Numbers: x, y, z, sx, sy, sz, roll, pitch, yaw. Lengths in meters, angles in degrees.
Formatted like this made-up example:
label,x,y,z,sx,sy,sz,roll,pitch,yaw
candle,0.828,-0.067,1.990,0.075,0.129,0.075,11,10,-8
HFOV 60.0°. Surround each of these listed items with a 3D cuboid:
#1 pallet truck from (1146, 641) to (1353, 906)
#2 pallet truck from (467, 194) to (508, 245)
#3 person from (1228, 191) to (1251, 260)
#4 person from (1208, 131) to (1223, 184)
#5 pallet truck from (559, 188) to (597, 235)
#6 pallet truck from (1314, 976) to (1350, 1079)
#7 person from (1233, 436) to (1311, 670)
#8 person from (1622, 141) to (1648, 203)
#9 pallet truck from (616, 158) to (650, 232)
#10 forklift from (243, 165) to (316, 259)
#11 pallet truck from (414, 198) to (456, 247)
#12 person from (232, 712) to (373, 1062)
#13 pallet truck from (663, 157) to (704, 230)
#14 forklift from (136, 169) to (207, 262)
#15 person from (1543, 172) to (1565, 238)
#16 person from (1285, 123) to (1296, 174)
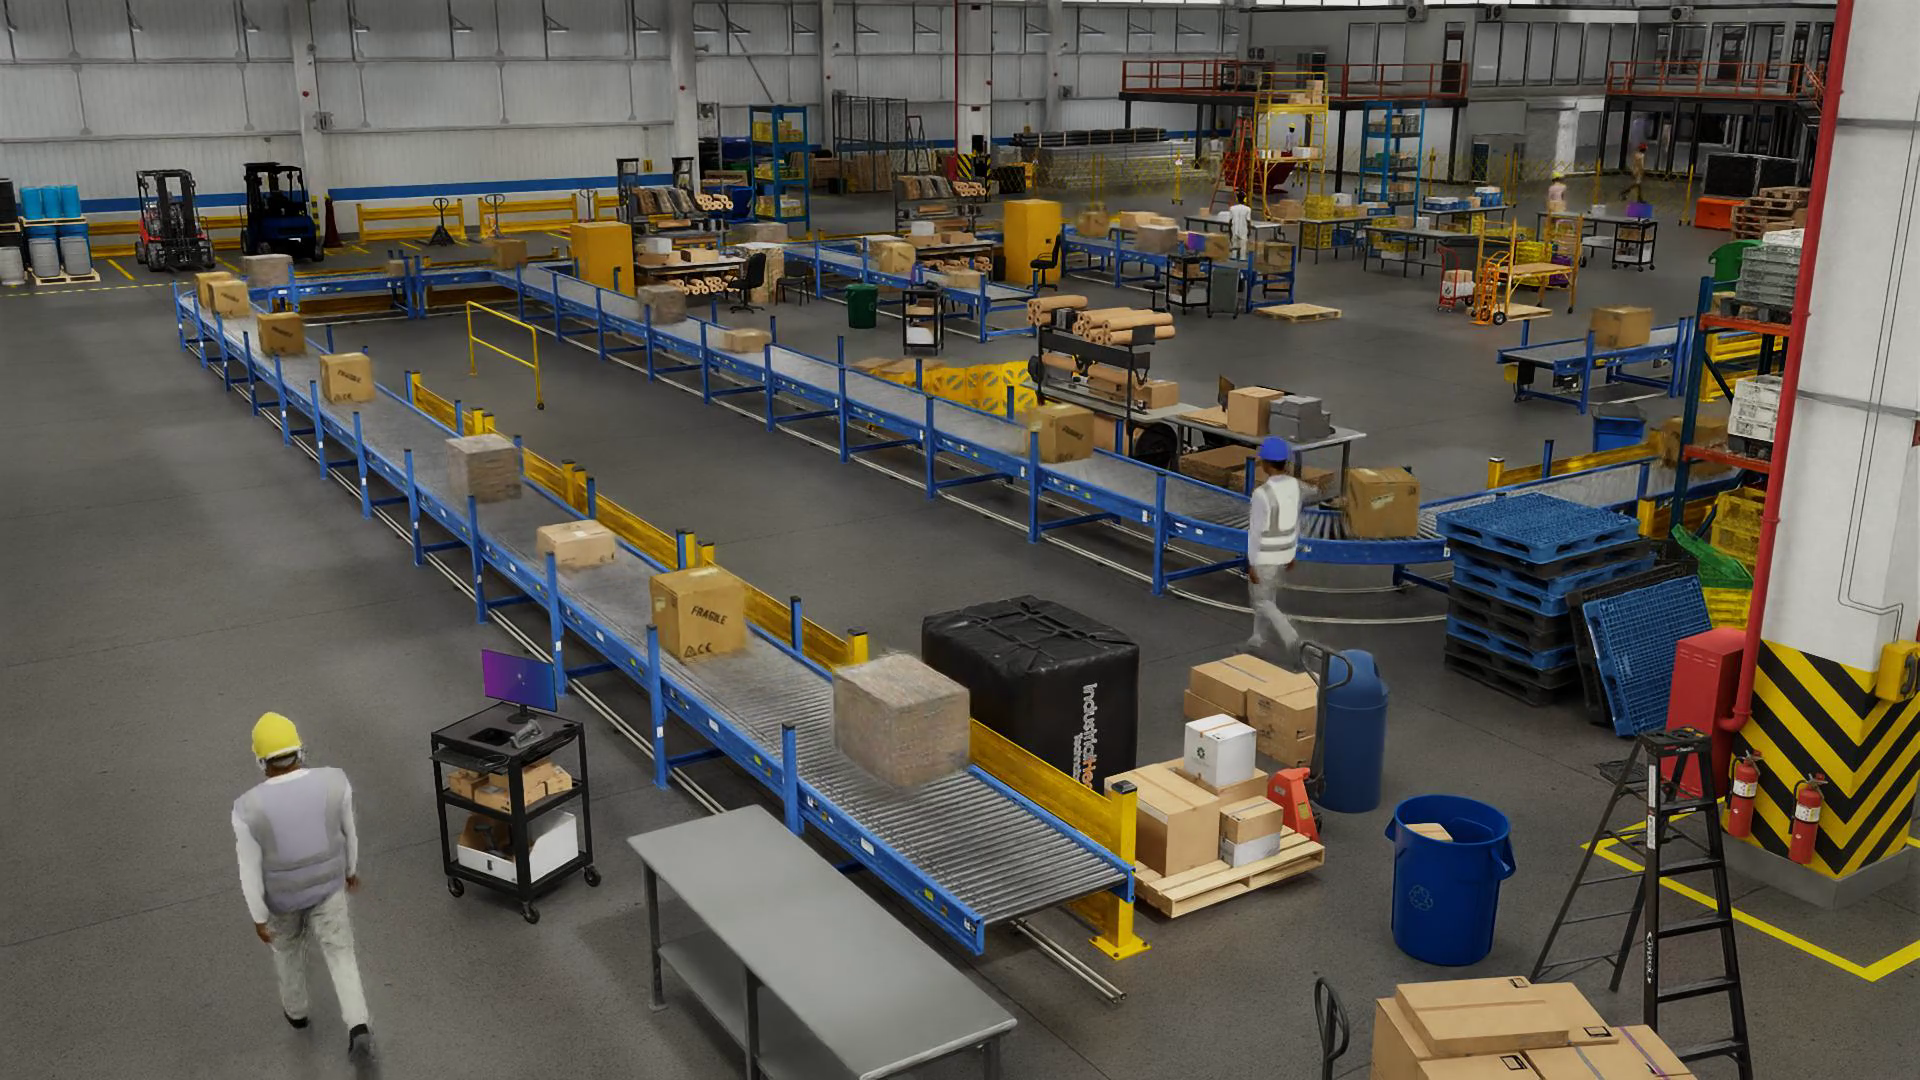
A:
label,x,y,z,sx,sy,sz,roll,pitch,yaw
pallet truck,1.664,1.407,10.232,1.630,1.274,0.653,-10,20,-31
pallet truck,-11.983,-8.177,42.137,0.704,1.261,1.522,-11,20,-33
person,6.013,-6.549,35.732,0.537,1.869,0.314,9,19,28
person,9.123,-13.638,59.318,0.578,1.868,0.424,8,19,25
pallet truck,-10.010,-8.652,43.699,0.653,1.274,1.630,-10,20,-31
pallet truck,2.299,2.390,7.086,1.601,1.201,0.680,-2,17,-7
person,2.574,0.118,13.455,0.614,1.927,0.763,-15,22,-41
person,21.372,-11.614,52.513,0.776,1.913,0.552,14,22,39
pallet truck,-8.918,-9.176,44.255,0.823,1.965,1.885,-9,19,-27
forklift,-15.898,-7.669,38.708,1.157,1.987,2.680,-11,20,-33
pallet truck,-13.250,-8.060,41.856,0.680,1.201,1.601,-10,20,-31
person,-3.252,1.738,8.278,0.585,1.804,0.829,-11,20,-32
pallet truck,-7.586,-9.308,44.692,0.823,1.965,1.885,-11,20,-33
forklift,-17.842,-7.318,37.559,1.157,1.987,2.680,-10,20,-31
person,15.131,-8.488,42.387,0.559,1.750,0.474,-6,18,-20
person,12.667,-15.014,63.801,0.369,1.927,0.588,5,17,15
